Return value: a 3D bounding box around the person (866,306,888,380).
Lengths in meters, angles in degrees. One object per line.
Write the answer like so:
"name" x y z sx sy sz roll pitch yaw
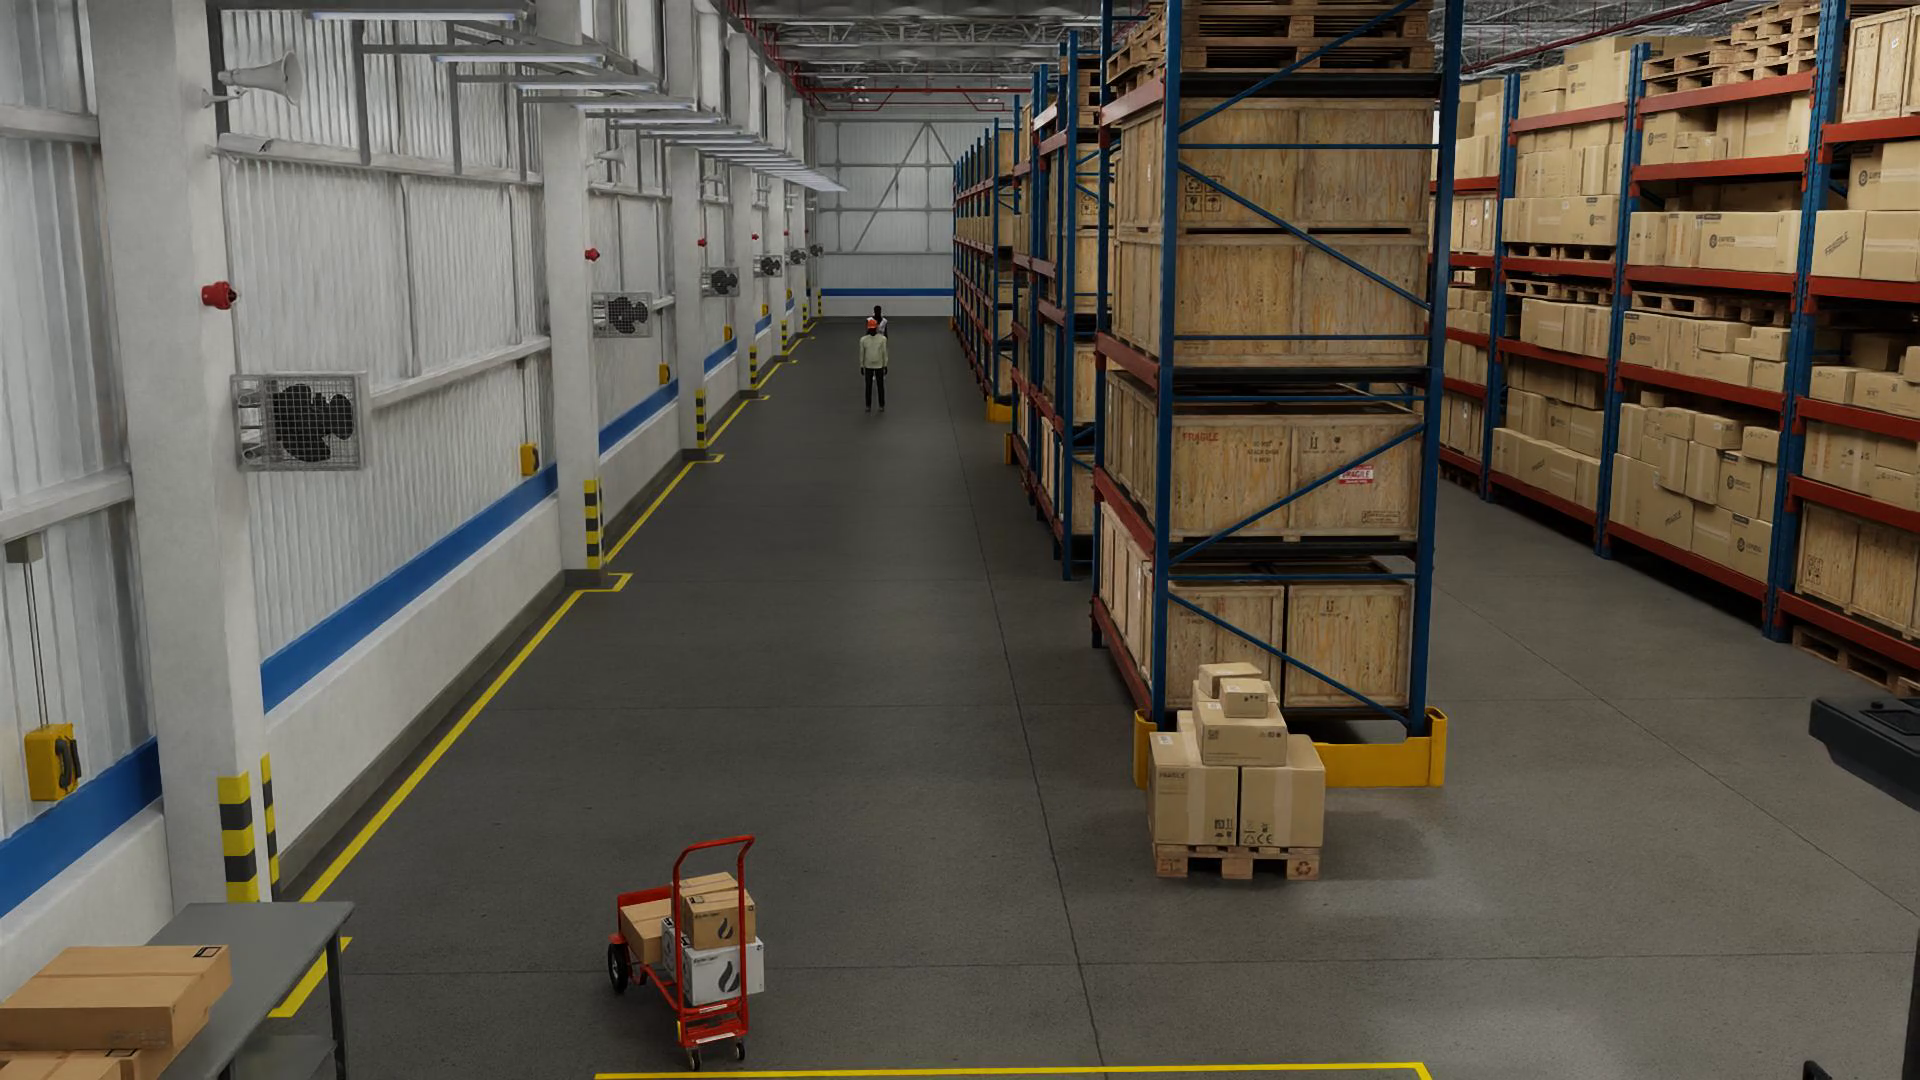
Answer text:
"person" -2.137 -5.082 42.842 0.594 1.907 0.413 -5 12 -25

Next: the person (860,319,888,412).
"person" -1.844 -3.725 35.575 0.618 1.989 0.401 0 11 2
